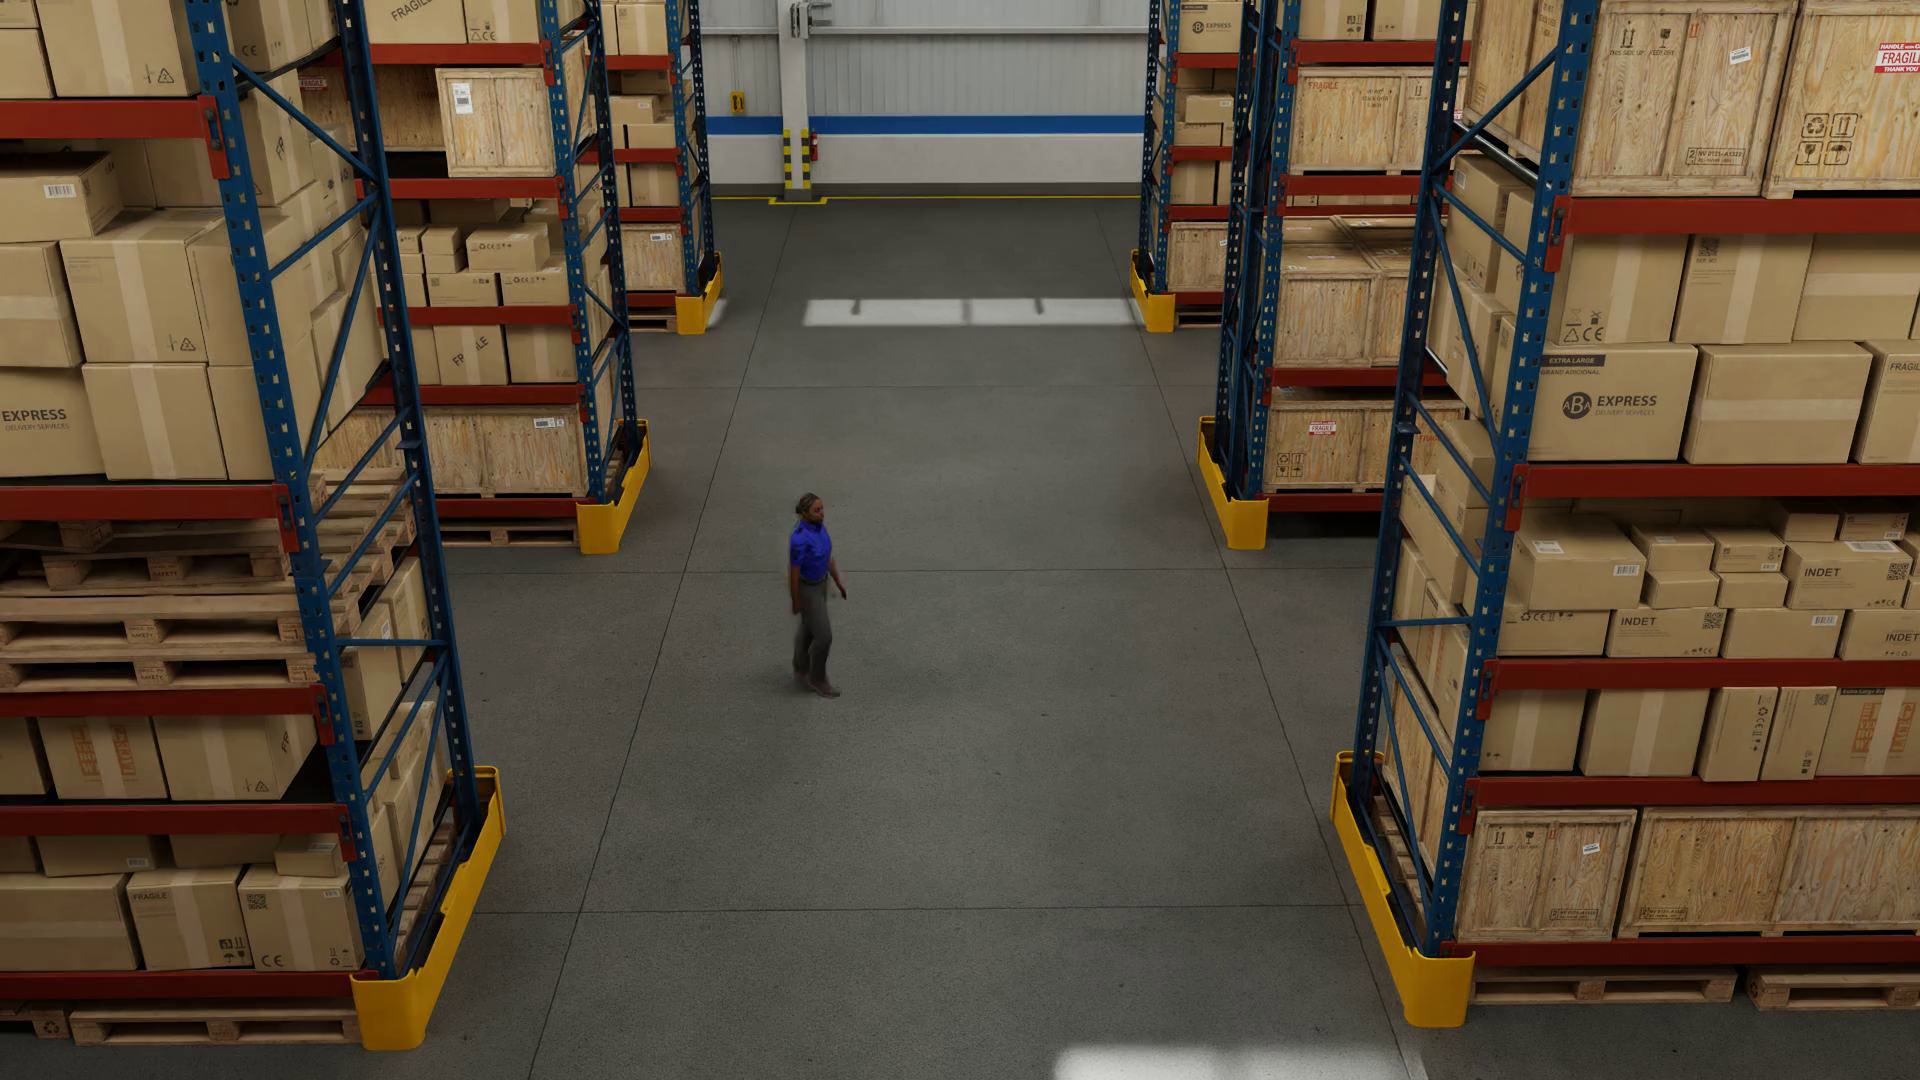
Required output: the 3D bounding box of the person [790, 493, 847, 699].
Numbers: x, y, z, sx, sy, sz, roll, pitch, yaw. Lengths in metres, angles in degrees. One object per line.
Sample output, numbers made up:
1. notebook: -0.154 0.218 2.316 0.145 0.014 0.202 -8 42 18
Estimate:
1. person: -1.143 0.410 13.117 0.478 1.675 0.456 7 26 15
